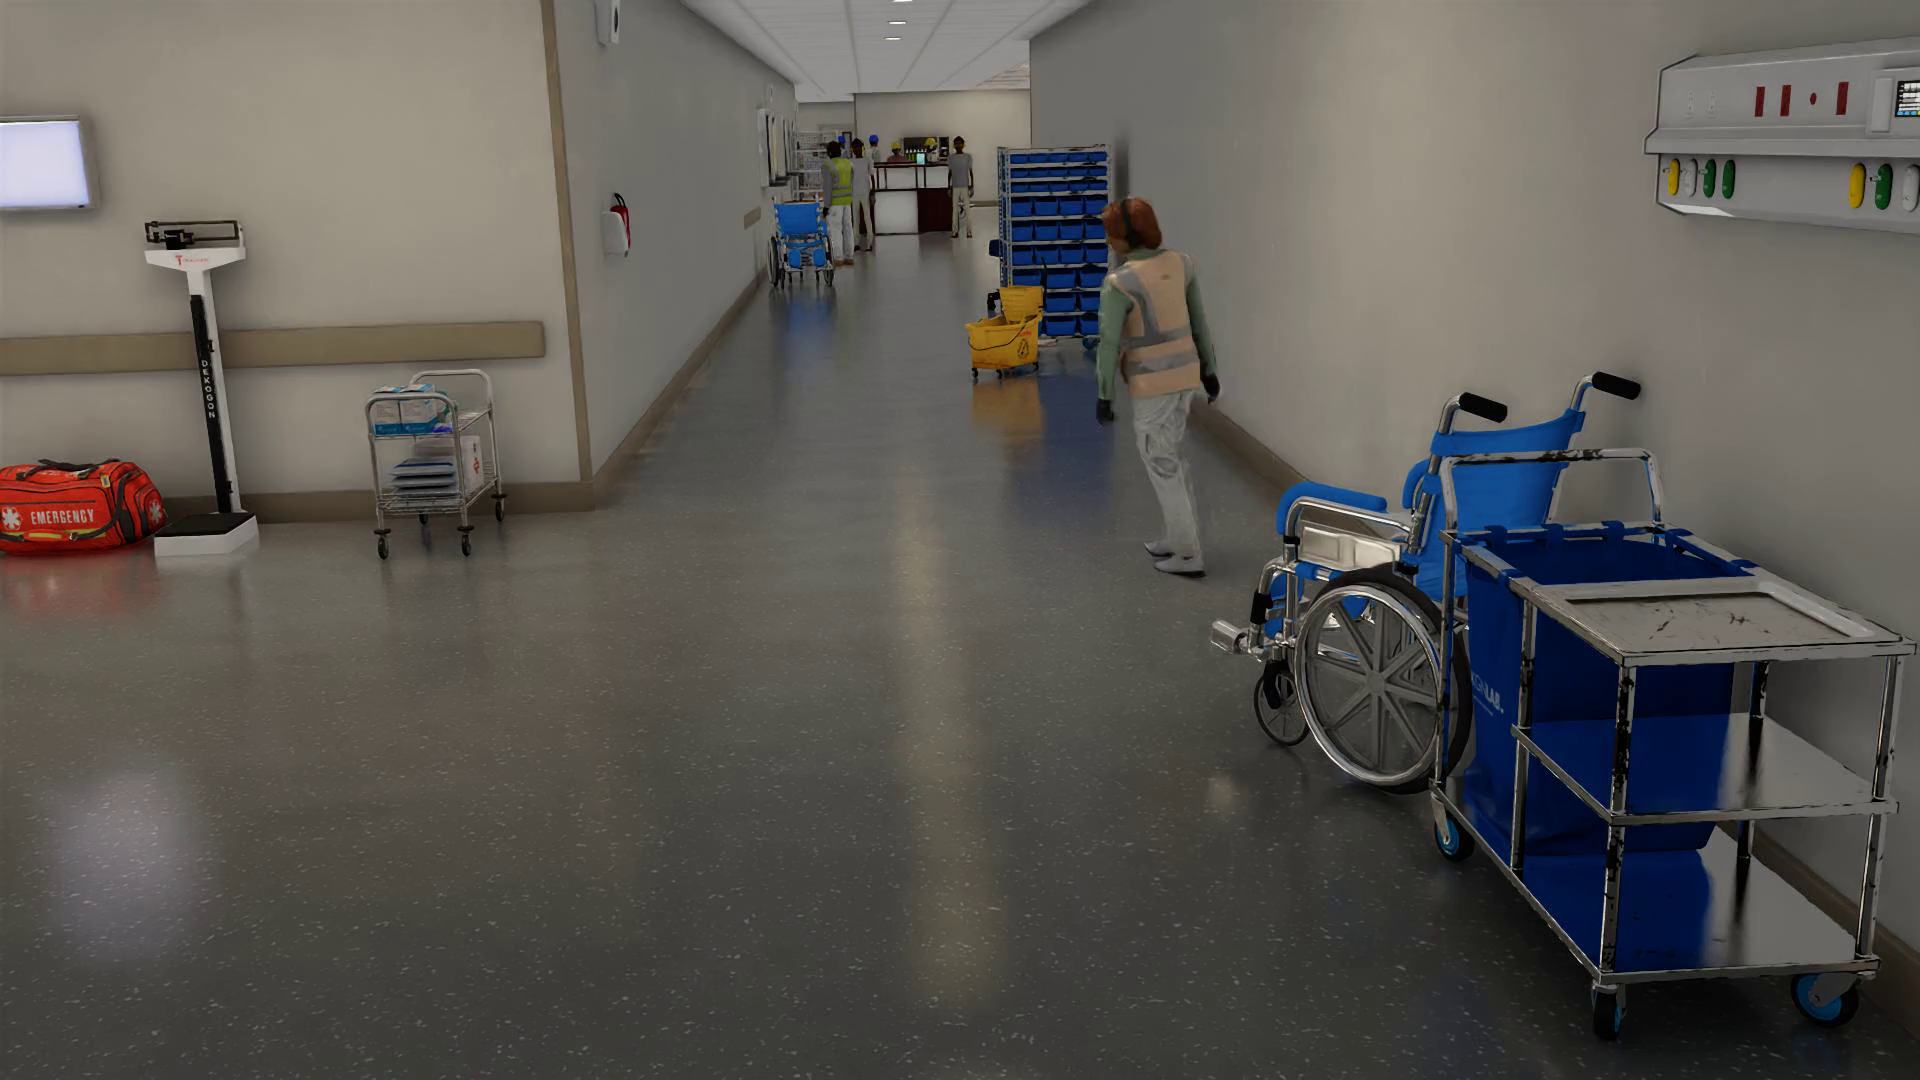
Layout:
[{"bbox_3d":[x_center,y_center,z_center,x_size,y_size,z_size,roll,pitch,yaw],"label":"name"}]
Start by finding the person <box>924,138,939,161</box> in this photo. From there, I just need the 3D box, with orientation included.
[{"bbox_3d":[-0.667,-8.554,39.254,0.404,1.833,0.587,-3,14,-7],"label":"person"}]

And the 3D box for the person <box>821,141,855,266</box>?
[{"bbox_3d":[-1.831,-5.000,24.776,0.430,1.841,0.624,9,17,38],"label":"person"}]

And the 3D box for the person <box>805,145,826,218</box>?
[{"bbox_3d":[-3.476,-8.684,40.310,0.559,1.743,0.359,-4,14,-9],"label":"person"}]

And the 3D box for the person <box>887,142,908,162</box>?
[{"bbox_3d":[-1.457,-8.339,38.604,0.524,1.769,0.325,3,14,17],"label":"person"}]

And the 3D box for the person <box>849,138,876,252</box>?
[{"bbox_3d":[-1.660,-5.745,27.749,0.536,1.869,0.312,3,14,18],"label":"person"}]

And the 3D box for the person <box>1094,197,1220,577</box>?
[{"bbox_3d":[0.814,-0.633,6.999,0.575,1.595,0.495,-14,19,-42],"label":"person"}]

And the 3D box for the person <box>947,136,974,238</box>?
[{"bbox_3d":[0.015,-6.518,30.766,0.506,1.861,0.329,2,14,13],"label":"person"}]

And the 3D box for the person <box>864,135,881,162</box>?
[{"bbox_3d":[-2.202,-9.391,42.629,0.399,1.949,0.605,-12,17,-37],"label":"person"}]
